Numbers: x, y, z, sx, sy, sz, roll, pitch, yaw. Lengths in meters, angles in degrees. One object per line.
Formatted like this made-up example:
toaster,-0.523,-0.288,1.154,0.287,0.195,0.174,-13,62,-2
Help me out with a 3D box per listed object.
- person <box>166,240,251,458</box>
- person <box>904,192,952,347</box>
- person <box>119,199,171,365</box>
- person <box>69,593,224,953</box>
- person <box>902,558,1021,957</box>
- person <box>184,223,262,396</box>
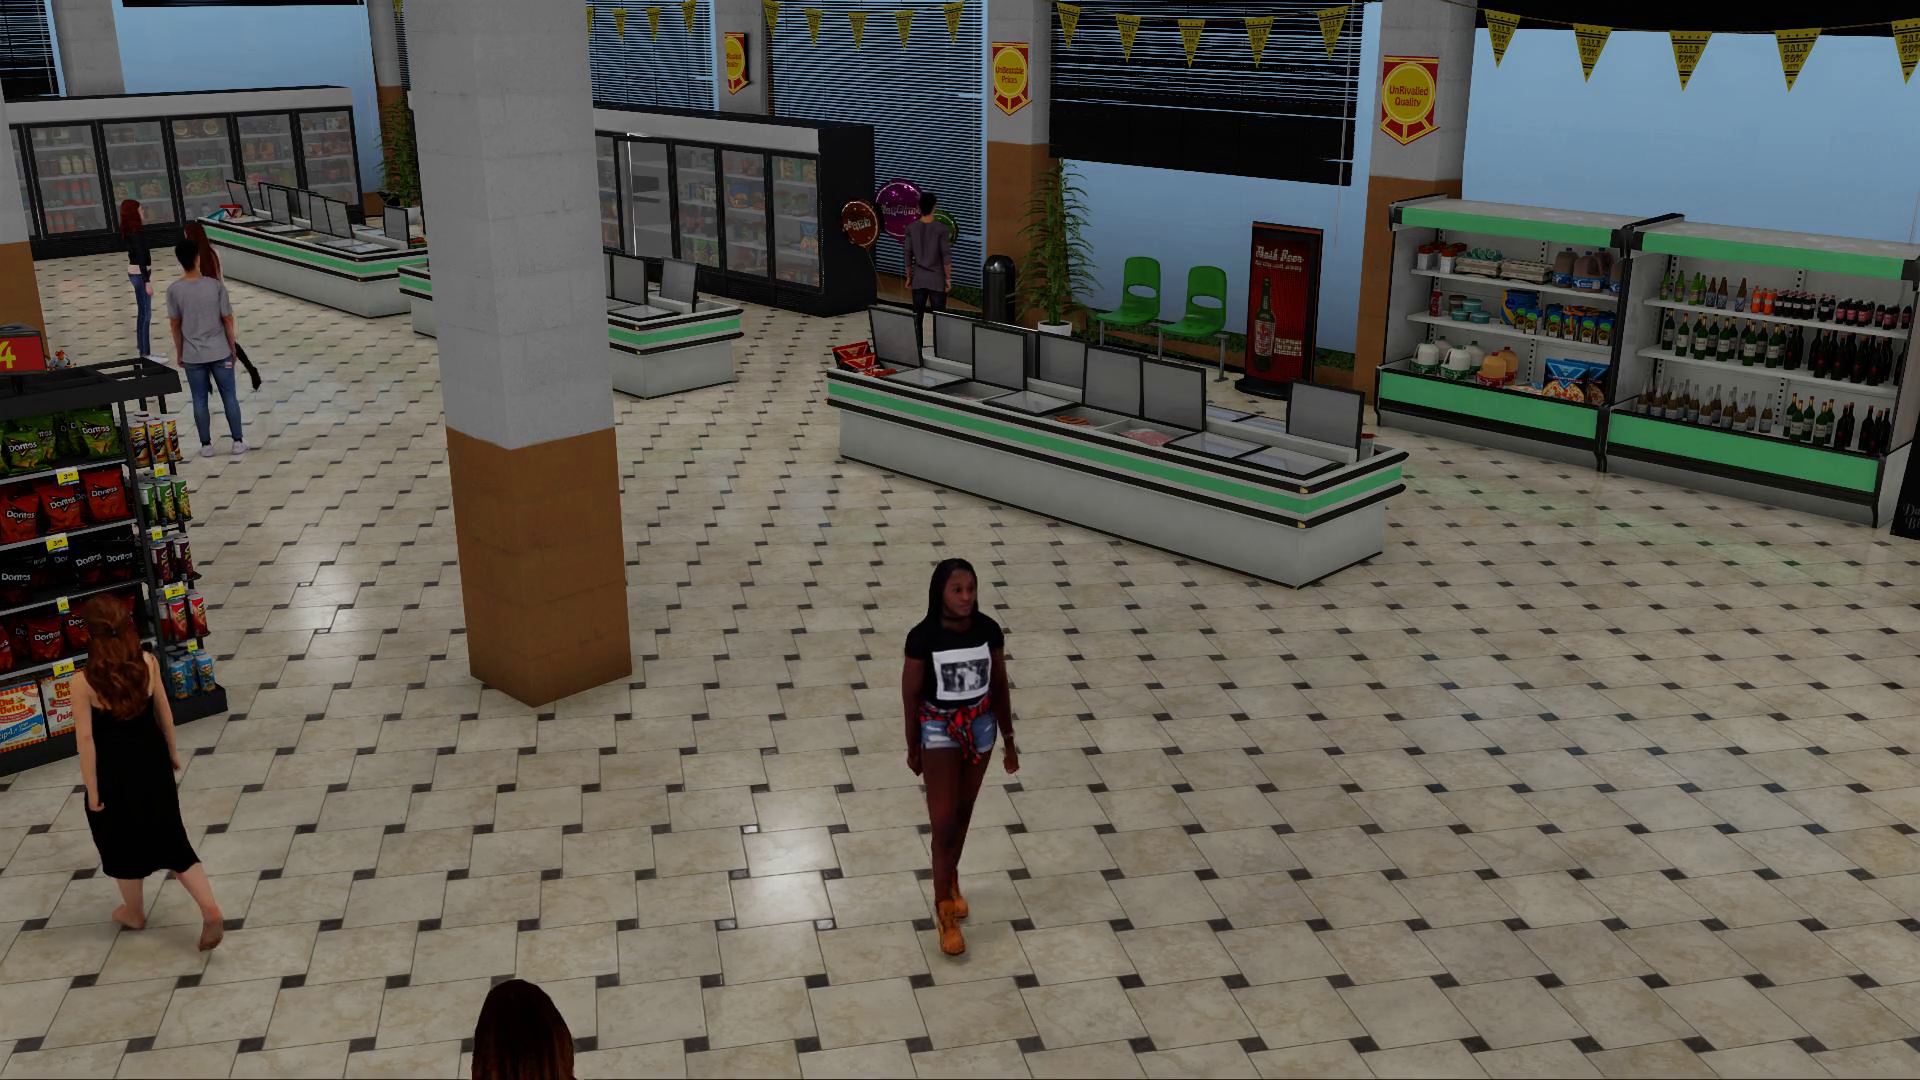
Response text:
person,-6.598,-1.669,14.542,0.754,1.885,0.729,-7,20,-19
person,-0.345,-2.829,18.033,0.659,1.853,0.809,6,19,17
person,-8.879,-2.793,18.030,0.668,1.787,0.524,-11,21,-29
person,-3.454,1.017,7.020,1.019,1.602,0.663,13,23,34
person,-0.052,0.874,7.277,0.740,1.708,0.870,-9,21,-24
person,-7.377,-2.254,16.509,1.139,1.736,0.852,8,20,22
